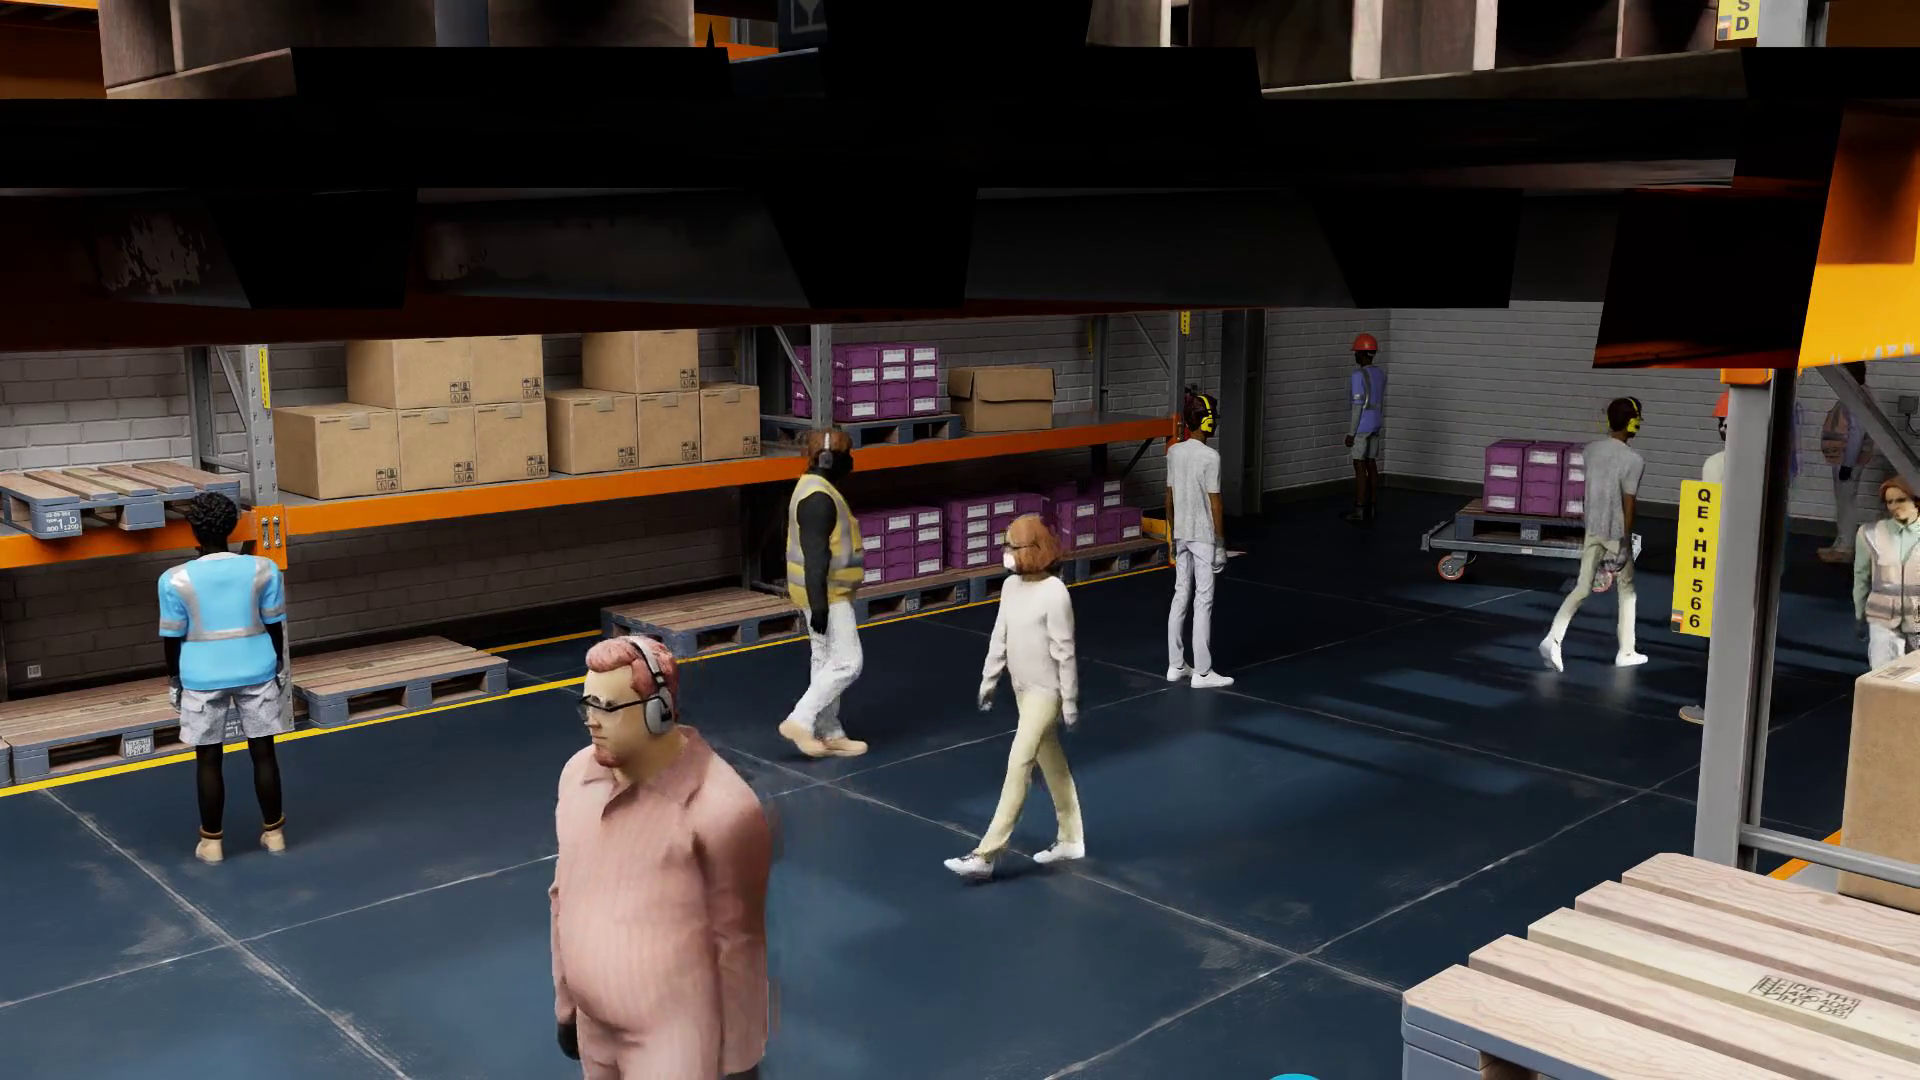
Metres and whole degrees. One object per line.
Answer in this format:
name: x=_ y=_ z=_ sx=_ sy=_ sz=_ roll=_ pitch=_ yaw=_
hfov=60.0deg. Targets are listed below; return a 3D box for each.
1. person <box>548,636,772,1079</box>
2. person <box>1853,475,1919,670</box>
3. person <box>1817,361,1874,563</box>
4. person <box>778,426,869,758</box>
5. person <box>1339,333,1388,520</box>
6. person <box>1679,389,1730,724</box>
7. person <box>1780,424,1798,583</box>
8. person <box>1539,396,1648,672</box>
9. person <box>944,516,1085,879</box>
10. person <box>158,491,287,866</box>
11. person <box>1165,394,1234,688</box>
person: x=-0.701 y=1.126 z=4.045 sx=0.641 sy=1.878 sz=0.820 roll=8 pitch=12 yaw=38
person: x=5.106 y=0.430 z=8.949 sx=0.558 sy=1.598 sz=0.850 roll=6 pitch=12 yaw=33
person: x=7.940 y=-0.715 z=14.917 sx=0.429 sy=1.839 sz=0.633 roll=5 pitch=11 yaw=26
person: x=-0.717 y=0.299 z=8.997 sx=0.434 sy=1.830 sz=0.653 roll=0 pitch=10 yaw=-3
person: x=4.192 y=-1.173 z=17.307 sx=0.354 sy=1.939 sz=0.544 roll=9 pitch=13 yaw=43
person: x=4.504 y=0.103 z=9.718 sx=0.607 sy=1.987 sz=0.408 roll=-5 pitch=11 yaw=-29
person: x=6.725 y=-0.533 z=13.894 sx=0.471 sy=1.829 sz=0.588 roll=9 pitch=13 yaw=43
person: x=4.224 y=-0.033 z=10.950 sx=0.894 sy=1.836 sz=0.517 roll=-7 pitch=12 yaw=-34
person: x=0.233 y=0.696 z=7.341 sx=0.809 sy=1.592 sz=0.532 roll=-4 pitch=11 yaw=-24
person: x=-3.302 y=0.626 z=7.498 sx=0.536 sy=1.694 sz=0.321 roll=-6 pitch=11 yaw=-32
person: x=1.522 y=0.007 z=10.601 sx=0.328 sy=1.872 sz=0.510 roll=-7 pitch=12 yaw=-34
